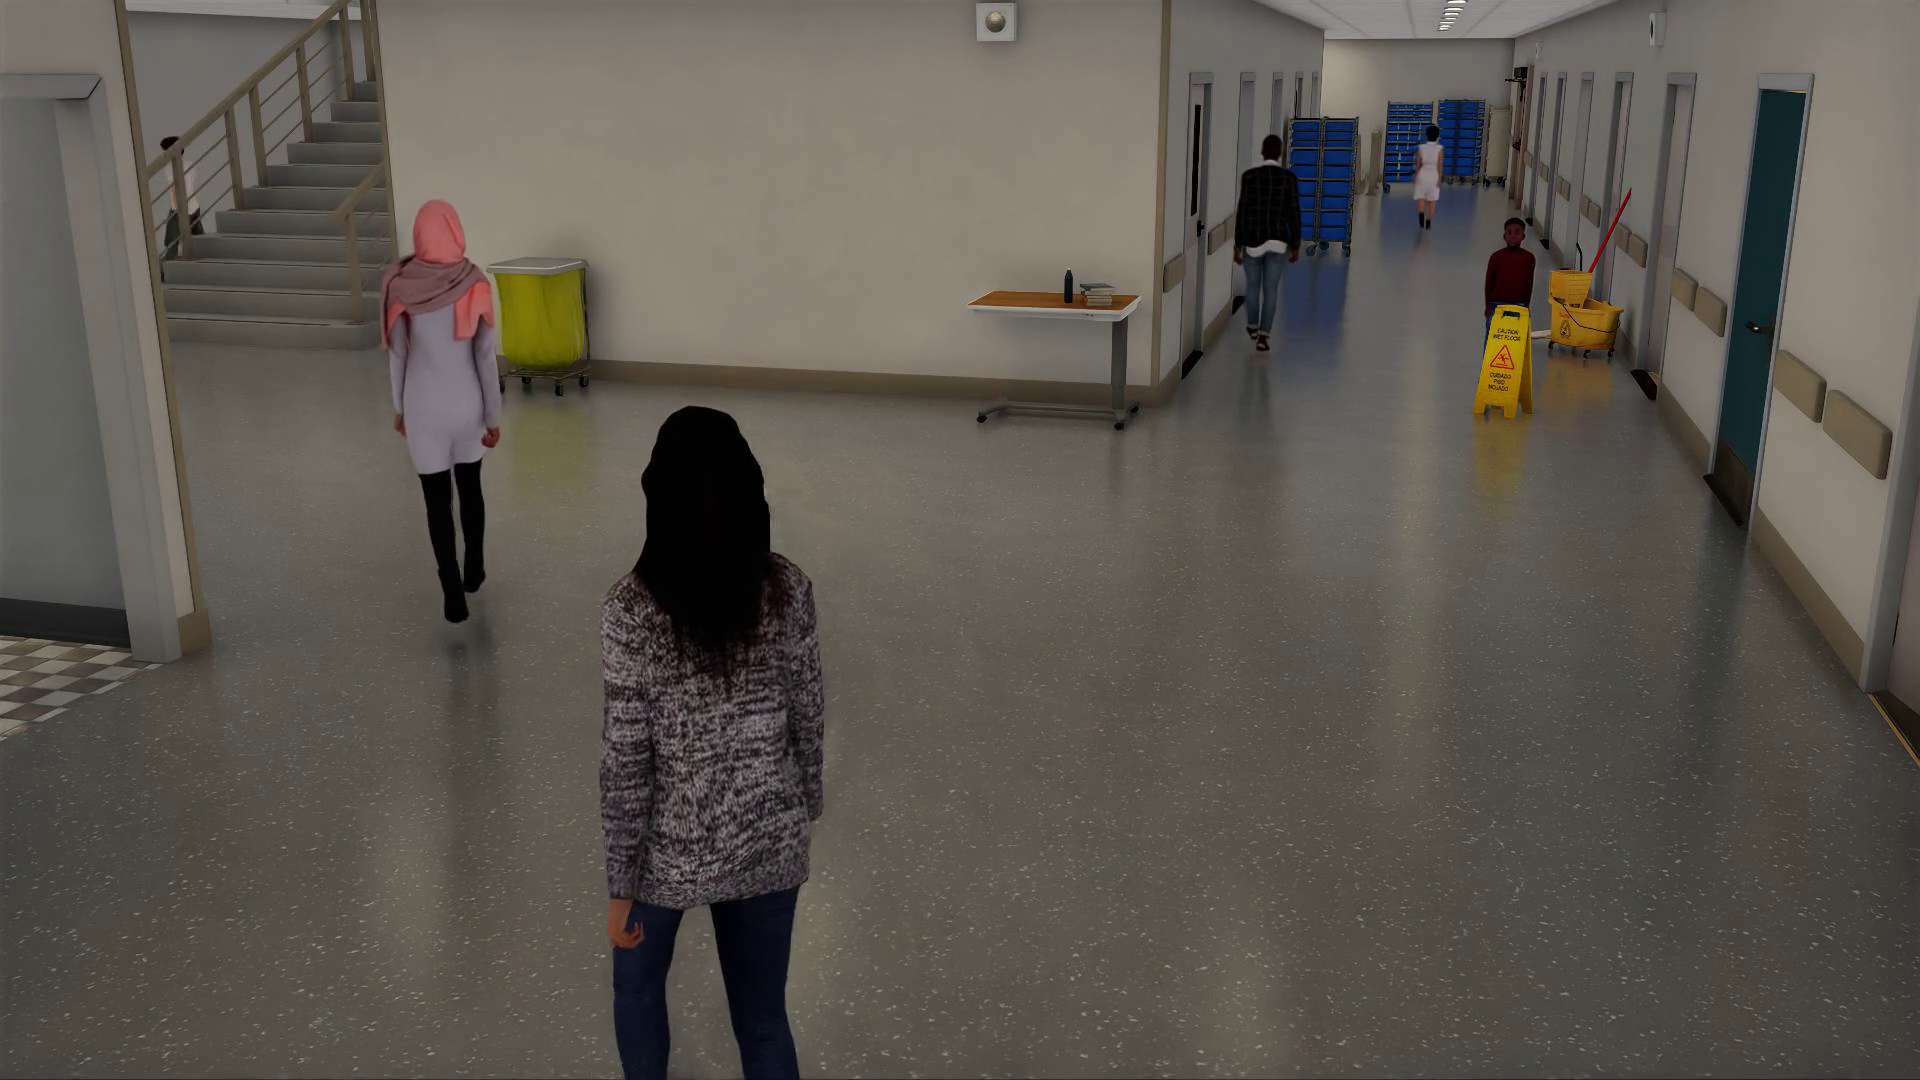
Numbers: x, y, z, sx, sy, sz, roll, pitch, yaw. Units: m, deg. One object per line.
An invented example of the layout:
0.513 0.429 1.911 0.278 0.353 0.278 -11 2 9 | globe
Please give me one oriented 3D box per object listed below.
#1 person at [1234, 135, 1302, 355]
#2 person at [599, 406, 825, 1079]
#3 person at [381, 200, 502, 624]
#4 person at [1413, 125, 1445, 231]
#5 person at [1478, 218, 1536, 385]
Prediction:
2.547 -2.420 13.849 0.777 1.772 1.187 3 16 9 | person
-0.441 0.627 3.166 0.946 1.706 1.023 -8 18 -26 | person
-2.193 -0.509 7.077 1.038 1.768 1.235 -5 17 -18 | person
6.917 -5.322 24.592 0.589 1.529 0.997 5 17 19 | person
4.174 -1.824 12.686 0.507 1.256 0.496 3 16 12 | person
